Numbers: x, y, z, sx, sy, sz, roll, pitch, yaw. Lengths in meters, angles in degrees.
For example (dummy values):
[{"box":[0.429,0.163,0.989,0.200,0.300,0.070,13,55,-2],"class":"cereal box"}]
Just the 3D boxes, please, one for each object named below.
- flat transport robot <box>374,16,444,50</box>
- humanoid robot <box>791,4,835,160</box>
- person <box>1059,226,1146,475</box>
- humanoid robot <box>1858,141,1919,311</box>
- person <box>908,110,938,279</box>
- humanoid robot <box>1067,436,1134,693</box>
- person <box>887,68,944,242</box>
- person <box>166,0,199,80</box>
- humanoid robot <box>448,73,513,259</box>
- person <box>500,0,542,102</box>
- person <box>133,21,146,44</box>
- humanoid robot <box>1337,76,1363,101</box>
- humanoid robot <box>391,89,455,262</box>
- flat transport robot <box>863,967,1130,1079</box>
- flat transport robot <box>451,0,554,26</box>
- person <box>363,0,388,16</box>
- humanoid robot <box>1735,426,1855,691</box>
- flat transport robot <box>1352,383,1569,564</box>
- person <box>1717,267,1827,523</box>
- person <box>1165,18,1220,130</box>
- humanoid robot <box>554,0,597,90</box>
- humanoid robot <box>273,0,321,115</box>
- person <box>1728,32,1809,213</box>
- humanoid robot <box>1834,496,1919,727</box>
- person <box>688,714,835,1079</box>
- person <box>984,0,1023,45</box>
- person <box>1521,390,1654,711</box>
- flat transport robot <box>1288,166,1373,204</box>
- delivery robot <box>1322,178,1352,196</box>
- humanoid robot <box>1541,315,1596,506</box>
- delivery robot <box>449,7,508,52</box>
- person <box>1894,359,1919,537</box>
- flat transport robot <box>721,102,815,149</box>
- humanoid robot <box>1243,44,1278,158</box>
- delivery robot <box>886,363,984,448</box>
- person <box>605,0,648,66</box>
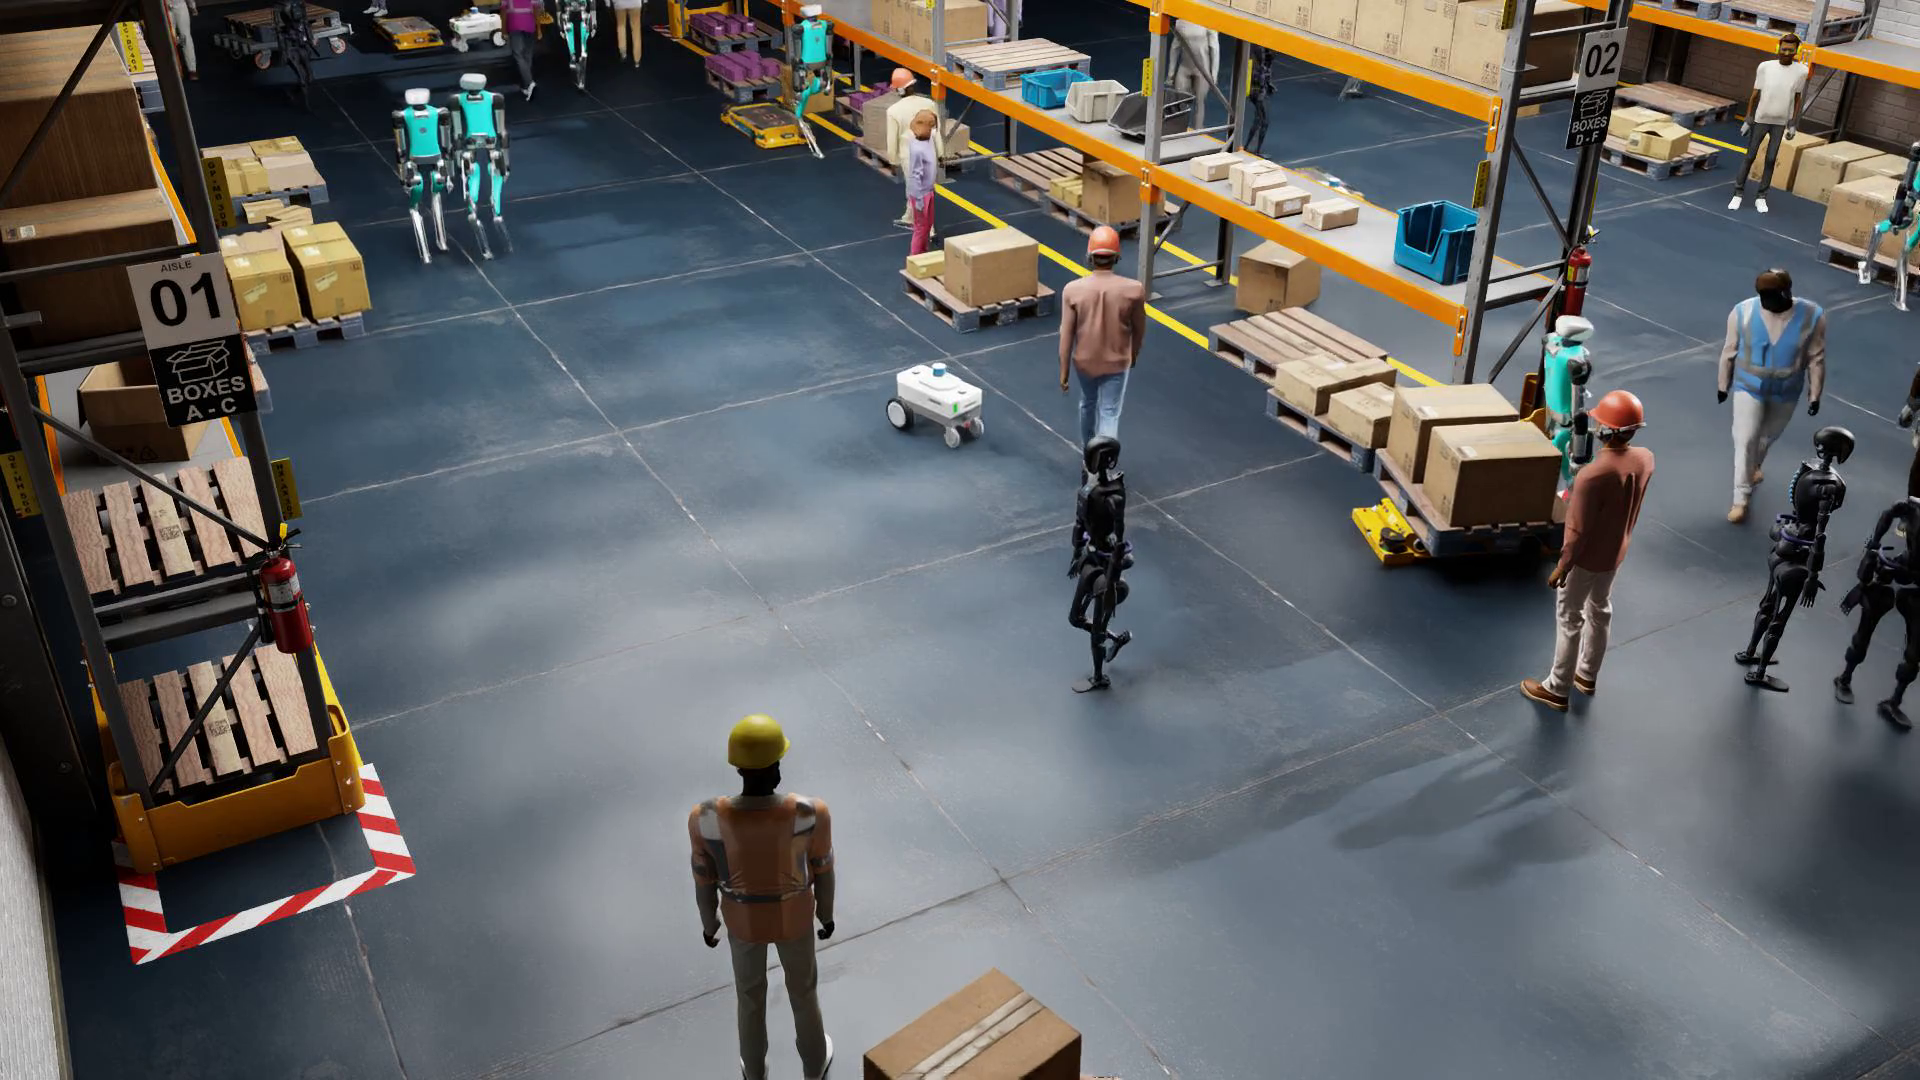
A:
[{"box":[-8.081,-7.421,24.328,0.659,0.231,1.431,-16,34,-26],"class":"flat transport robot"},{"box":[-1.857,-5.377,19.312,0.535,1.766,0.972,-19,35,-30],"class":"humanoid robot"},{"box":[1.014,-1.279,11.963,0.596,1.946,0.991,7,31,12],"class":"person"},{"box":[8.703,-3.083,15.323,0.544,1.764,0.965,1,30,2],"class":"humanoid robot"},{"box":[-0.338,-3.275,15.750,0.289,1.623,0.507,7,31,13],"class":"person"},{"box":[0.877,0.152,9.737,0.459,1.649,0.595,-12,32,-19],"class":"humanoid robot"},{"box":[-0.431,-3.869,16.704,0.591,1.700,0.807,-22,37,-33],"class":"person"},{"box":[-10.539,-7.126,22.169,0.653,1.911,0.613,-19,35,-30],"class":"person"},{"box":[-4.639,-3.574,16.167,0.540,1.797,0.691,-4,30,-7],"class":"humanoid robot"},{"box":[-5.593,-6.563,21.287,0.512,1.817,0.830,-16,33,-25],"class":"person"},{"box":[-10.900,-6.816,21.632,0.518,1.921,0.493,19,35,30],"class":"person"},{"box":[5.129,-6.467,21.249,0.748,1.833,0.537,8,31,14],"class":"humanoid robot"},{"box":[-5.182,-3.565,16.146,0.547,1.751,0.840,-11,32,-19],"class":"humanoid robot"},{"box":[0.145,2.754,6.615,0.659,0.231,1.431,4,30,7],"class":"flat transport robot"},{"box":[-6.931,-7.918,25.194,1.431,0.231,0.659,-12,32,-19],"class":"flat transport robot"},{"box":[-9.094,-8.908,25.540,0.506,1.635,0.275,26,39,37],"class":"person"},{"box":[4.960,0.078,9.845,0.315,1.657,0.599,7,31,12],"class":"humanoid robot"},{"box":[3.536,-0.112,11.604,1.431,0.231,0.659,-4,30,-6],"class":"flat transport robot"},{"box":[5.716,-1.096,11.798,0.675,1.784,0.940,9,31,15],"class":"person"},{"box":[2.724,-5.468,19.341,0.632,1.862,0.472,13,32,21],"class":"person"},{"box":[-4.970,-6.633,21.493,0.535,1.720,1.016,-3,30,-4],"class":"humanoid robot"},{"box":[-8.339,-6.163,20.726,0.497,1.637,0.606,12,32,20],"class":"humanoid robot"},{"box":[8.478,-4.361,17.396,0.528,1.868,0.310,9,31,16],"class":"person"},{"box":[5.408,0.274,9.527,0.589,1.639,0.523,3,30,6],"class":"humanoid robot"},{"box":[-0.813,1.566,7.025,0.587,1.923,0.379,-2,30,-3],"class":"person"},{"box":[0.580,-6.755,21.538,0.401,1.899,0.645,25,38,36],"class":"person"},{"box":[3.631,0.065,9.566,0.621,1.992,0.381,-19,35,-30],"class":"person"},{"box":[3.812,-3.716,17.878,0.659,0.231,1.431,-9,31,-16],"class":"flat transport robot"},{"box":[3.816,-3.386,17.037,0.499,0.614,0.817,-10,31,-17],"class":"delivery robot"},{"box":[4.206,-0.647,11.101,0.816,1.813,0.532,-3,30,-5],"class":"humanoid robot"},{"box":[-6.926,-7.337,23.910,0.812,0.609,0.499,-18,35,-29],"class":"delivery robot"},{"box":[6.756,-0.890,11.275,0.628,1.945,0.432,22,37,33],"class":"person"},{"box":[-2.345,-5.051,20.202,0.659,0.231,1.431,-15,33,-24],"class":"flat transport robot"},{"box":[3.446,-5.216,19.084,0.397,1.651,0.586,8,31,14],"class":"humanoid robot"},{"box":[-0.178,-1.090,13.039,0.499,0.613,0.816,-26,39,-38],"class":"delivery robot"},{"box":[-4.569,-7.390,22.801,0.579,1.732,0.408,-4,30,-6],"class":"person"}]
